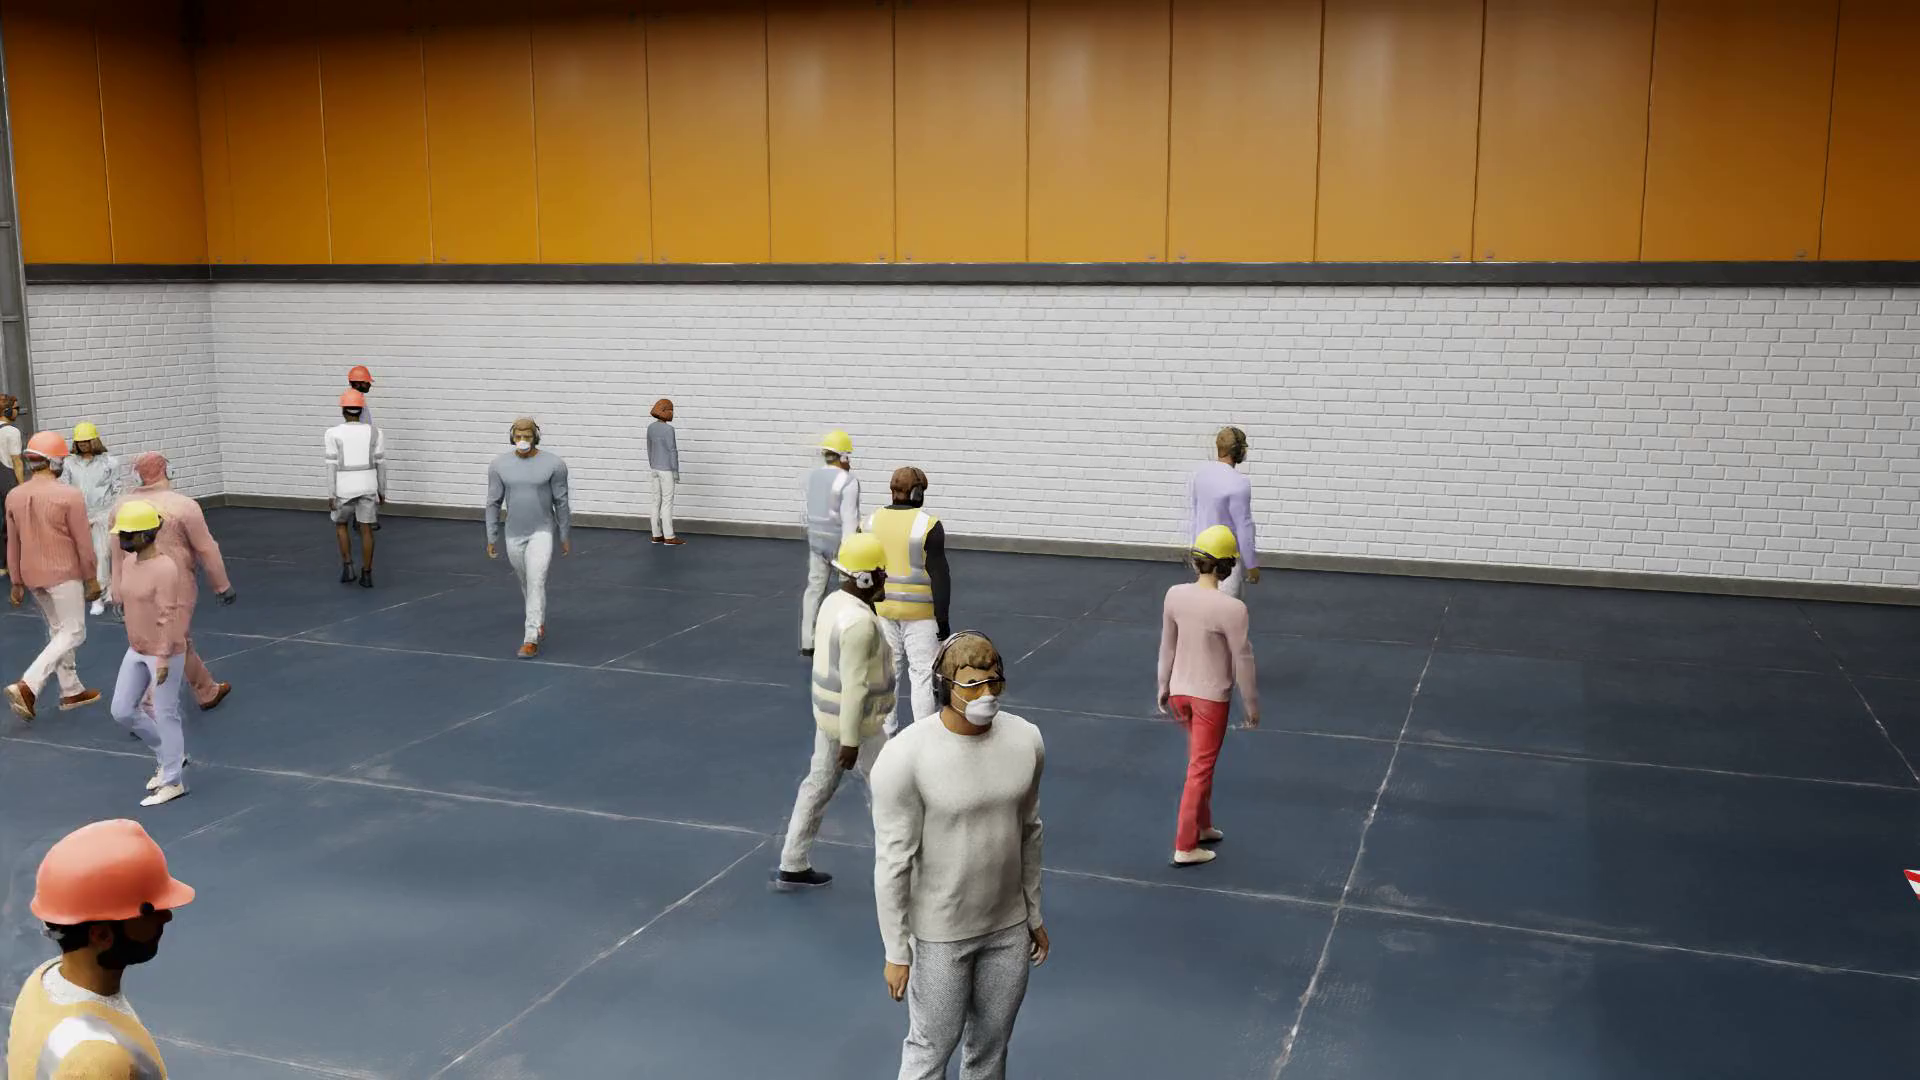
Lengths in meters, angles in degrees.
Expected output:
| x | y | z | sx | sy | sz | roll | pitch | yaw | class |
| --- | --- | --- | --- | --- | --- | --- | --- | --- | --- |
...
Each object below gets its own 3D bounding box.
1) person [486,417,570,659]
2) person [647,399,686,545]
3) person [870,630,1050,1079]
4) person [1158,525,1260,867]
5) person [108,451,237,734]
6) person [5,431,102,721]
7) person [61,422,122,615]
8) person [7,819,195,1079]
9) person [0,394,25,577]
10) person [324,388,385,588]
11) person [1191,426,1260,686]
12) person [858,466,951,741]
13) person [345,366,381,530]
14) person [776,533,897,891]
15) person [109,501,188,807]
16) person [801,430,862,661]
| x | y | z | sx | sy | sz | roll | pitch | yaw | class |
| --- | --- | --- | --- | --- | --- | --- | --- | --- | --- |
| -3.469 | -0.057 | 13.397 | 0.646 | 1.896 | 1.003 | 0 | 9 | 1 | person |
| -3.293 | -0.759 | 18.537 | 0.278 | 1.633 | 0.498 | -9 | 13 | -43 | person |
| 0.019 | 1.231 | 5.246 | 0.635 | 1.938 | 0.361 | -7 | 11 | -35 | person |
| 1.317 | 0.790 | 8.557 | 0.640 | 1.743 | 0.557 | -7 | 12 | -38 | person |
| -5.286 | 0.327 | 11.147 | 0.651 | 1.835 | 1.039 | 3 | 10 | 16 | person |
| -6.206 | 0.247 | 11.279 | 0.610 | 1.964 | 0.803 | 3 | 10 | 18 | person |
| -7.812 | -0.226 | 15.012 | 0.498 | 1.705 | 0.867 | -2 | 9 | -11 | person |
| -1.882 | 1.525 | 3.572 | 0.961 | 1.904 | 0.555 | -8 | 12 | -40 | person |
| -9.436 | -0.530 | 16.507 | 0.501 | 1.839 | 0.341 | 6 | 11 | 34 | person |
| -5.833 | -0.500 | 16.046 | 0.561 | 1.920 | 0.515 | -5 | 10 | -29 | person |
| 1.935 | 0.131 | 12.118 | 0.560 | 1.922 | 0.630 | -3 | 10 | -16 | person |
| -0.318 | 0.457 | 10.373 | 0.621 | 1.838 | 0.429 | 5 | 11 | 30 | person |
| -7.037 | -1.081 | 19.597 | 0.364 | 1.935 | 0.553 | -3 | 10 | -20 | person |
| -0.466 | 0.845 | 8.136 | 0.968 | 1.777 | 0.615 | -3 | 10 | -20 | person |
| -4.604 | 0.645 | 9.447 | 0.530 | 1.755 | 0.359 | 6 | 11 | 32 | person |
| -0.931 | 0.032 | 13.144 | 0.606 | 1.785 | 0.892 | 8 | 12 | 41 | person |
